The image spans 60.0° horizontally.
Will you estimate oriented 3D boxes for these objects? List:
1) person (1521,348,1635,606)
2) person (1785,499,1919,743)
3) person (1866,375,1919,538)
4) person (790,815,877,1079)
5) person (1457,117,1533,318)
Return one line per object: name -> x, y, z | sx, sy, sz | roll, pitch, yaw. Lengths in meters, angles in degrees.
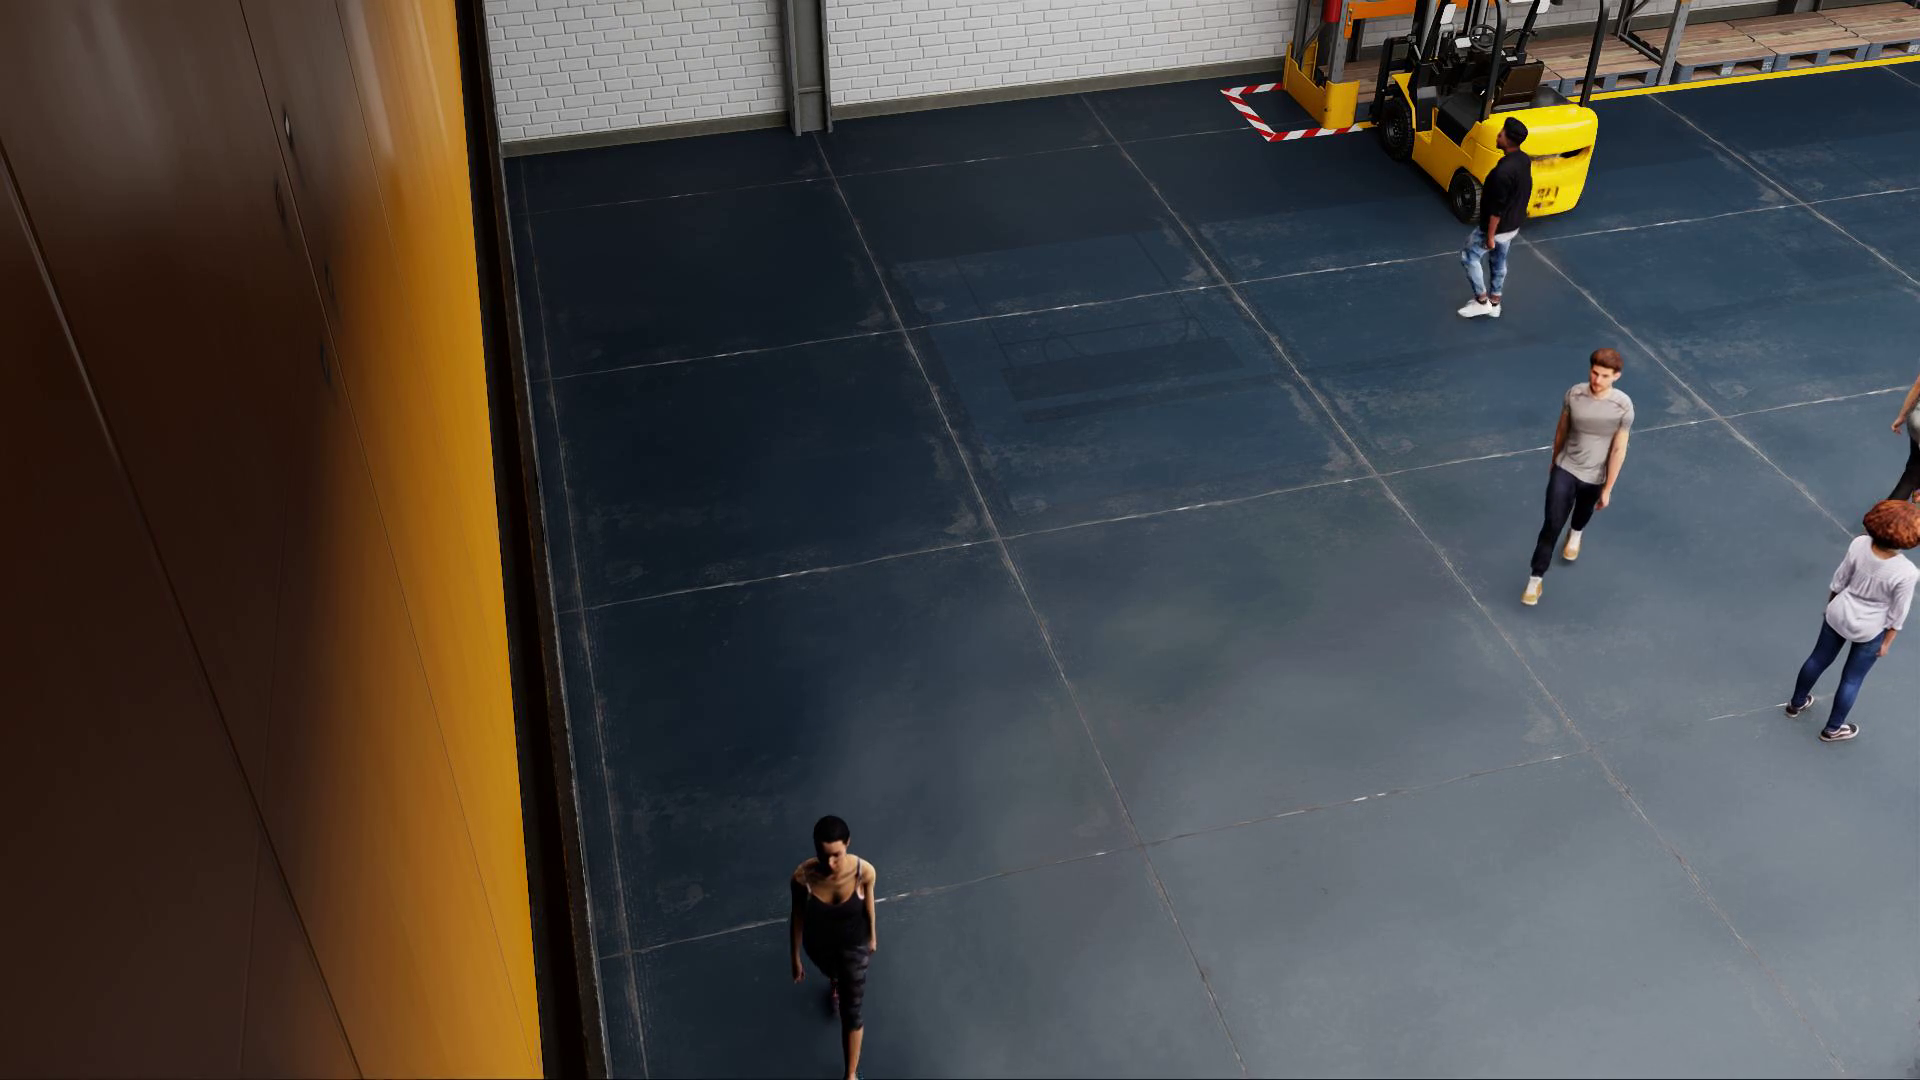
person -> 4.234, -0.502, 11.225 | 1.214, 1.839, 1.243 | 19, 42, 22
person -> 5.448, 0.480, 10.095 | 0.673, 1.714, 0.690 | -19, 42, -22
person -> 6.695, -0.718, 11.539 | 1.212, 1.785, 0.858 | -22, 44, -25
person -> -0.625, 1.945, 8.291 | 1.124, 1.676, 0.847 | 0, 39, 0
person -> 4.611, -2.653, 13.953 | 0.875, 1.795, 0.780 | 29, 47, 31
